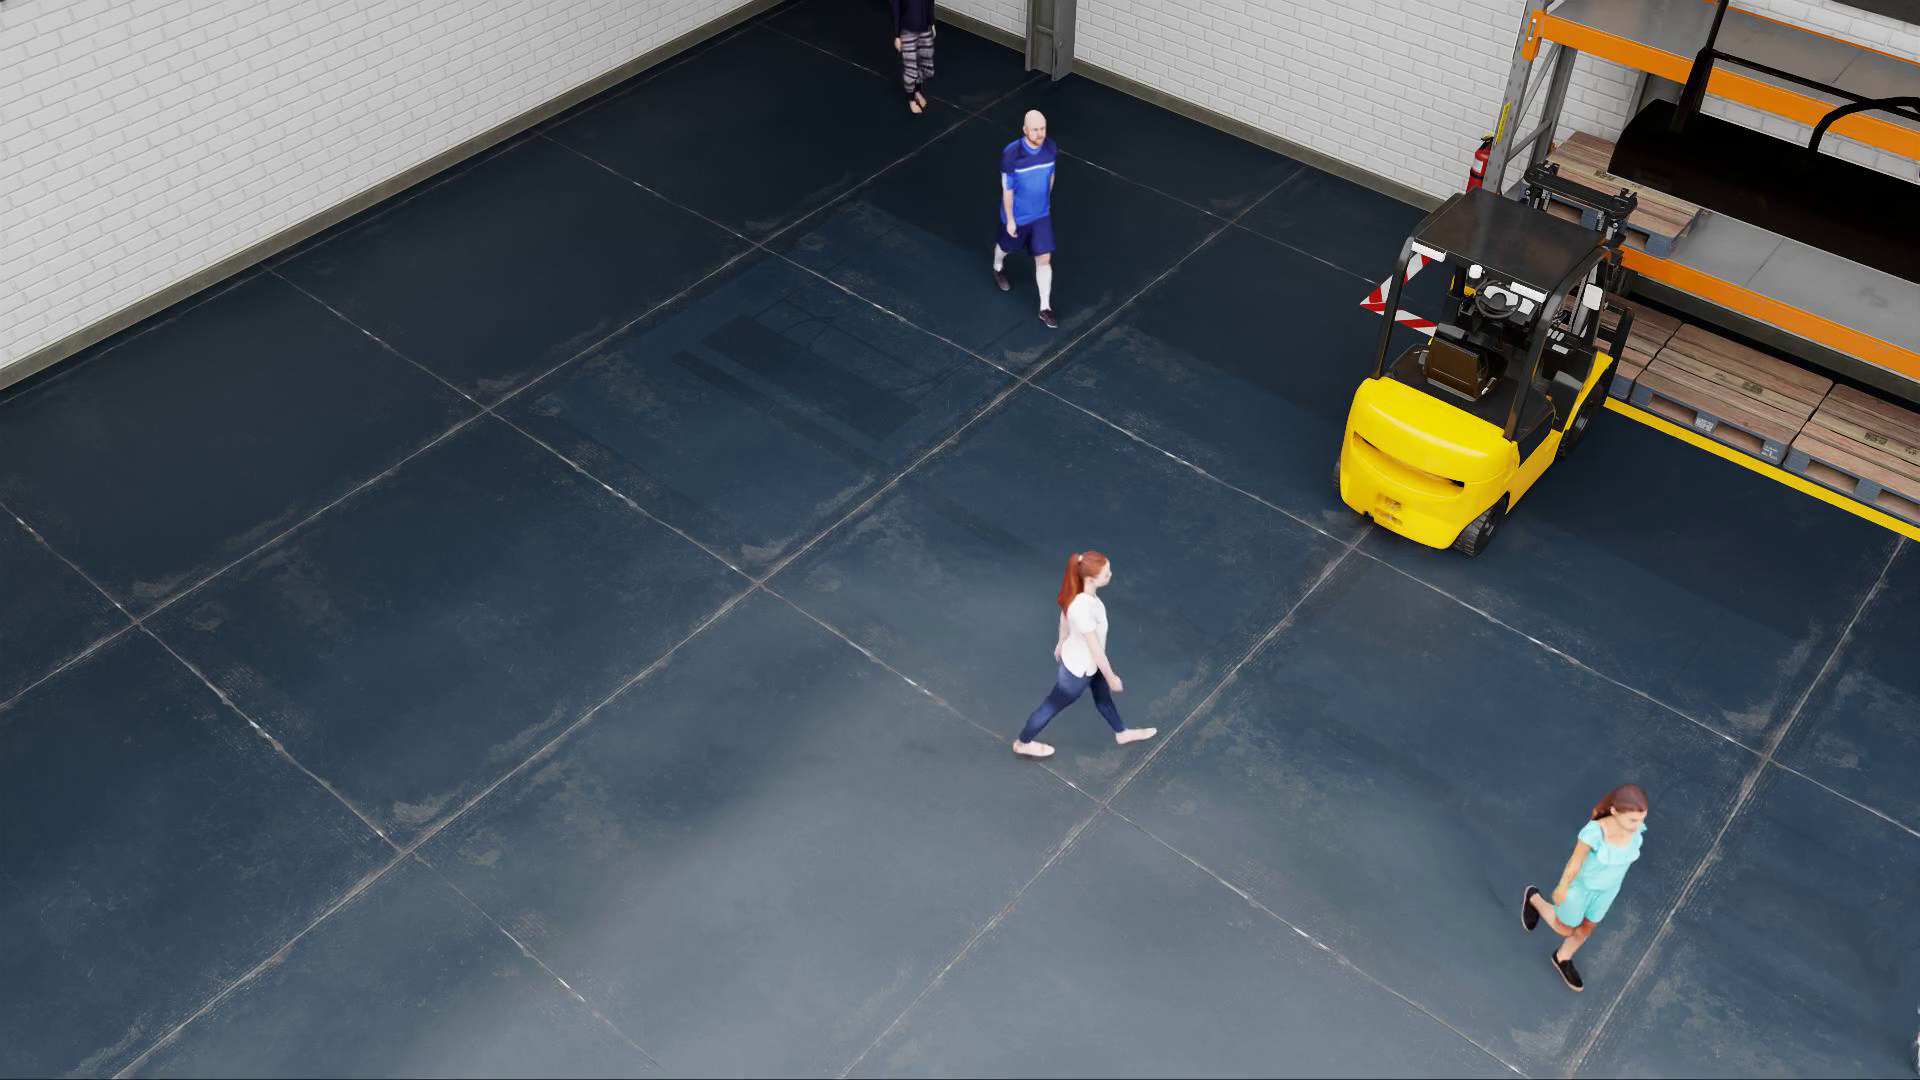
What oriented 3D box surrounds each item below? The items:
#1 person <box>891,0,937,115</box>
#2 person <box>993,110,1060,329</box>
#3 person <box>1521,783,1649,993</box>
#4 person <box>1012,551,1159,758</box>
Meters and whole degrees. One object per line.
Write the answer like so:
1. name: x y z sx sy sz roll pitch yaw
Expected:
1. person: -0.467 -4.926 15.899 0.718 1.724 0.730 -19 47 -19
2. person: 0.489 -2.678 13.483 1.036 1.803 1.297 -17 46 -17
3. person: 3.361 1.789 8.975 0.804 1.551 0.903 -10 44 -10
4. person: 0.615 0.759 9.959 1.159 1.686 1.037 0 44 0
